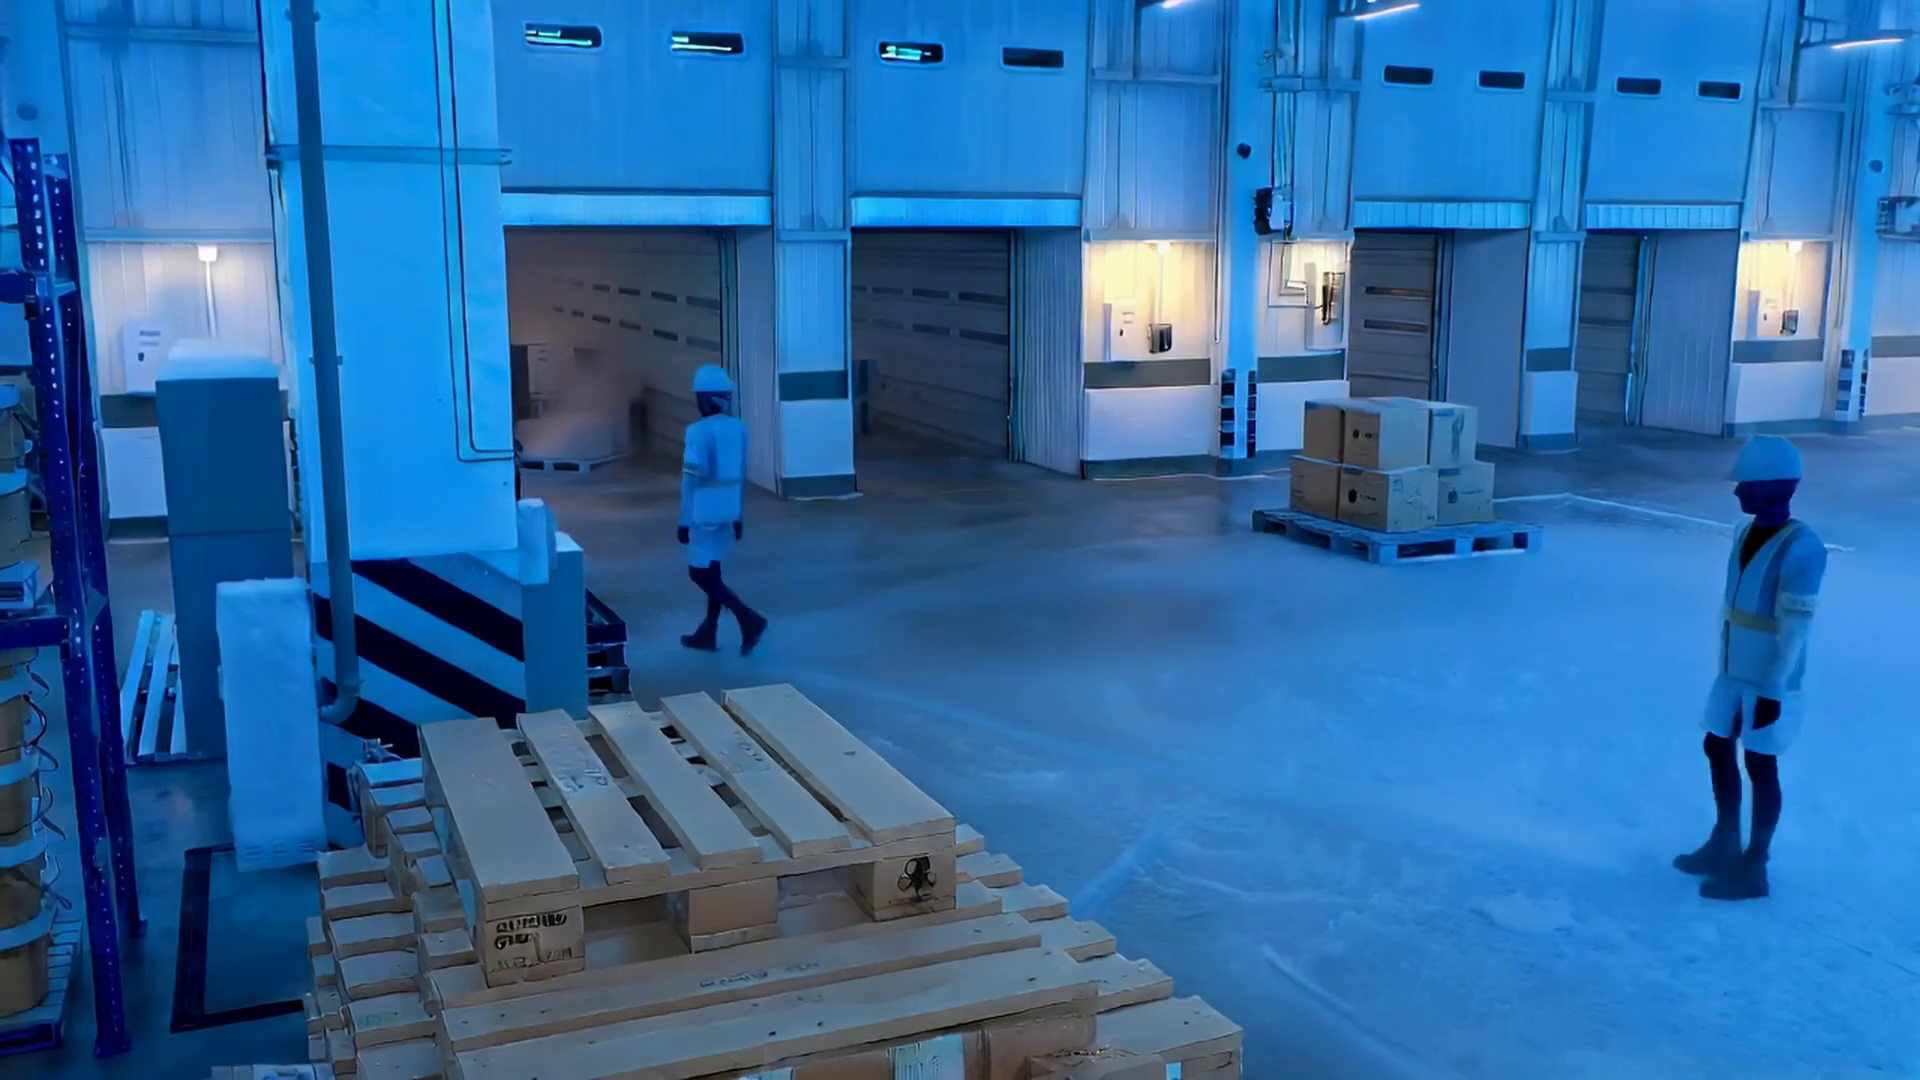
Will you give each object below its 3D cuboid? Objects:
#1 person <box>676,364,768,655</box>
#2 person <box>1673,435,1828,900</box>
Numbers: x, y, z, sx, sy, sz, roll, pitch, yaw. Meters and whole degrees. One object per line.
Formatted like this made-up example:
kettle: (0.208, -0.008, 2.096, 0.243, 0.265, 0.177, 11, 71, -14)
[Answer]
person: (-1.559, -0.180, 10.823, 0.735, 1.920, 0.556, 6, 12, 31)
person: (3.279, 0.534, 6.858, 0.372, 1.936, 0.566, -1, 10, -6)
